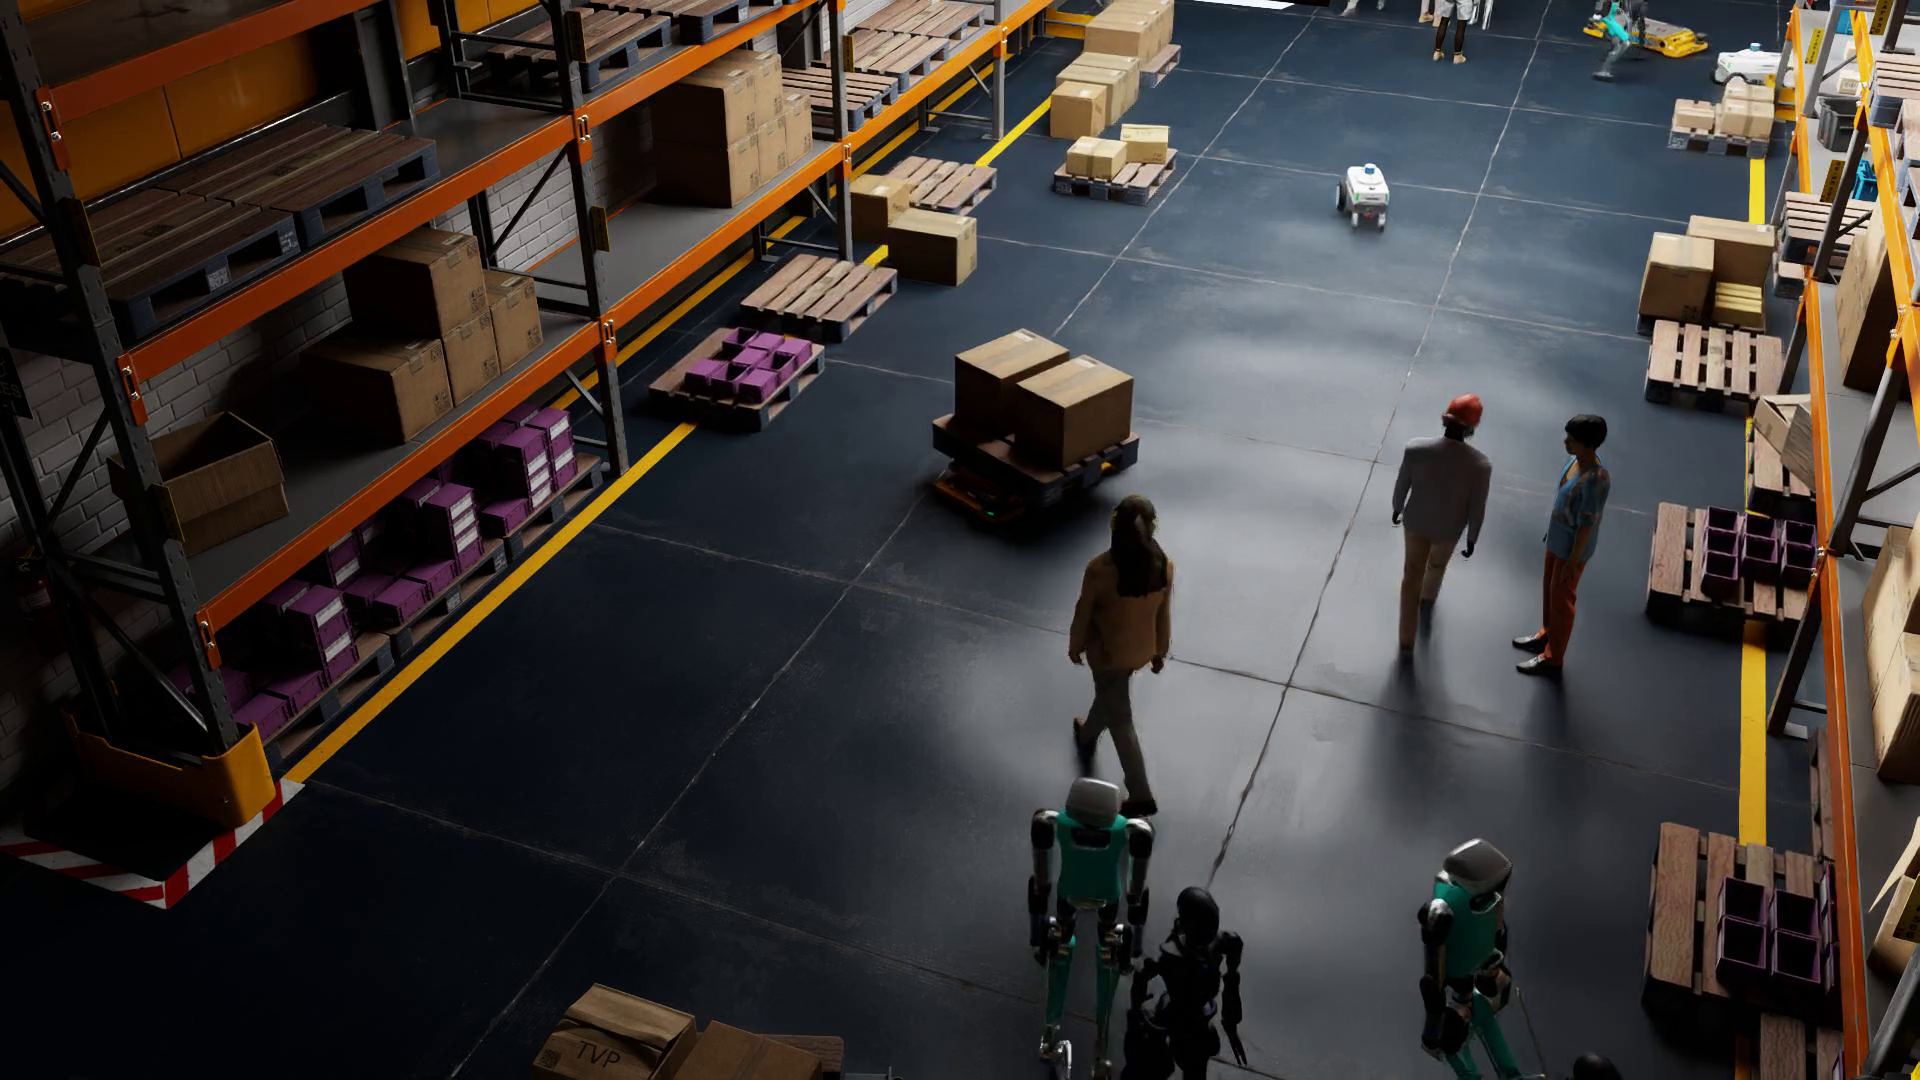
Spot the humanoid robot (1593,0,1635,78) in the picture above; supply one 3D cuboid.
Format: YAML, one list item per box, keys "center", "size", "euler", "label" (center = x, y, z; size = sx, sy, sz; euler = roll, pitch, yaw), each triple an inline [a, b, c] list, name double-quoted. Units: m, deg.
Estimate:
- center: [8.034, -6.411, 20.185]
  size: [0.751, 1.814, 0.542]
  euler: [27, 41, 35]
  label: "humanoid robot"

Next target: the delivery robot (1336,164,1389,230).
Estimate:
- center: [4.084, -3.477, 16.726]
  size: [0.499, 0.613, 0.816]
  euler: [2, 33, 3]
  label: "delivery robot"

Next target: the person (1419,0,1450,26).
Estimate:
- center: [6.486, -7.824, 22.314]
  size: [0.325, 1.771, 0.480]
  euler: [-19, 38, -27]
  label: "person"

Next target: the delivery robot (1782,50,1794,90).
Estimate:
- center: [10.396, -5.760, 20.237]
  size: [0.790, 0.589, 0.499]
  euler: [16, 36, 23]
  label: "delivery robot"

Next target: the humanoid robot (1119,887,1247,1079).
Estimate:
- center: [0.908, 2.101, 7.083]
  size: [0.599, 1.652, 0.472]
  euler: [-14, 36, -21]
  label: "humanoid robot"

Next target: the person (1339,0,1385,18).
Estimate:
- center: [5.604, -8.060, 22.575]
  size: [0.577, 1.887, 0.590]
  euler: [-27, 42, -35]
  label: "person"

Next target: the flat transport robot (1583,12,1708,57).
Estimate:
- center: [9.019, -6.658, 21.895]
  size: [0.659, 0.231, 1.431]
  euler: [-22, 39, -30]
  label: "flat transport robot"

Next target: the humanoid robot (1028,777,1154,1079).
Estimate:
- center: [0.529, 1.963, 7.273]
  size: [0.532, 1.853, 0.810]
  euler: [4, 33, 7]
  label: "humanoid robot"

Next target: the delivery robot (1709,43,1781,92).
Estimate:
- center: [9.540, -5.705, 20.176]
  size: [0.789, 0.614, 0.499]
  euler: [0, 33, -1]
  label: "delivery robot"

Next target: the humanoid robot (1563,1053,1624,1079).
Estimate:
- center: [2.272, 2.505, 6.431]
  size: [0.585, 1.639, 0.423]
  euler: [-16, 36, -23]
  label: "humanoid robot"

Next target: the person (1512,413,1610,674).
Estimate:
- center: [3.710, 0.023, 10.186]
  size: [0.333, 1.759, 0.497]
  euler: [2, 33, 4]
  label: "person"

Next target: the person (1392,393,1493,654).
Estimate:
- center: [3.004, -0.141, 10.494]
  size: [0.581, 1.693, 0.882]
  euler: [13, 35, 19]
  label: "person"

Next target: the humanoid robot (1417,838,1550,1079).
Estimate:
- center: [2.288, 2.140, 7.001]
  size: [0.562, 1.865, 0.865]
  euler: [-25, 41, -34]
  label: "humanoid robot"

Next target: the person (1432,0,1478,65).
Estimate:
- center: [6.257, -6.838, 20.866]
  size: [0.535, 1.691, 0.318]
  euler: [22, 39, 31]
  label: "person"

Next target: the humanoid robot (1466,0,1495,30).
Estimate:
- center: [7.030, -7.695, 22.198]
  size: [0.539, 1.850, 0.668]
  euler: [24, 40, 32]
  label: "humanoid robot"

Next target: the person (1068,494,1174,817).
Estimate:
- center: [0.920, 0.611, 9.217]
  size: [0.542, 1.819, 0.979]
  euler: [-17, 36, -24]
  label: "person"

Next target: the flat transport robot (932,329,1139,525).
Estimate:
- center: [0.558, -0.551, 12.445]
  size: [1.431, 0.231, 0.659]
  euler: [-26, 41, -34]
  label: "flat transport robot"

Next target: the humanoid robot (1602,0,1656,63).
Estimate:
- center: [8.561, -6.787, 20.819]
  size: [0.697, 1.620, 0.611]
  euler: [5, 33, 8]
  label: "humanoid robot"
